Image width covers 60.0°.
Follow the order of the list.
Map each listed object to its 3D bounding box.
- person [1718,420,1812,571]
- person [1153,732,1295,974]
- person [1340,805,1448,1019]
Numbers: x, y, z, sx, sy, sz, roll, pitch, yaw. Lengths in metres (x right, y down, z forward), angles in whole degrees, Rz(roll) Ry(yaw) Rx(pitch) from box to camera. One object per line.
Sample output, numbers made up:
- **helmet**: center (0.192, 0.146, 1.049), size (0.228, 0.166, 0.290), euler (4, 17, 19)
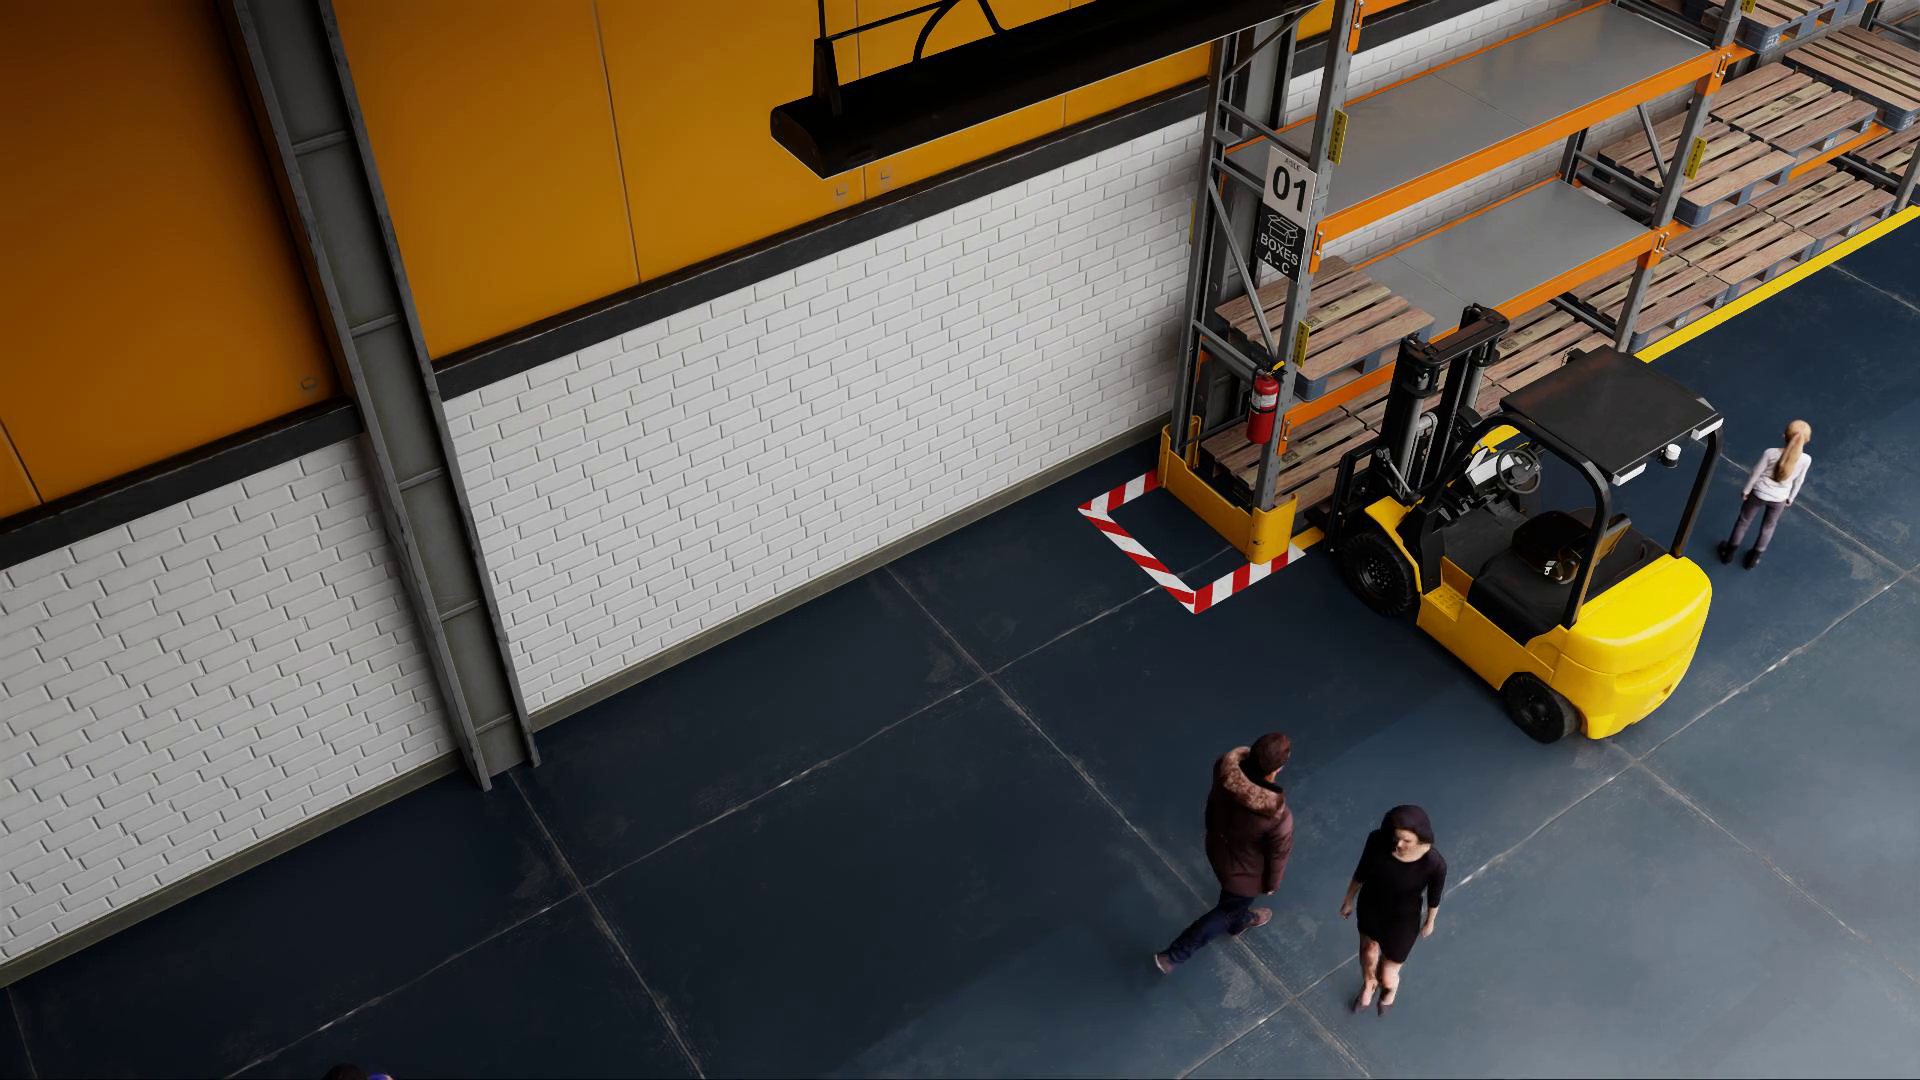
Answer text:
- **person**: center (5.653, -0.309, 11.619), size (0.586, 1.277, 0.637), euler (12, 45, 12)
- **person**: center (1.458, 1.740, 9.083), size (1.173, 1.809, 0.875), euler (-20, 47, -19)
- **person**: center (2.329, 1.945, 8.884), size (0.674, 1.786, 0.663), euler (28, 50, 26)
